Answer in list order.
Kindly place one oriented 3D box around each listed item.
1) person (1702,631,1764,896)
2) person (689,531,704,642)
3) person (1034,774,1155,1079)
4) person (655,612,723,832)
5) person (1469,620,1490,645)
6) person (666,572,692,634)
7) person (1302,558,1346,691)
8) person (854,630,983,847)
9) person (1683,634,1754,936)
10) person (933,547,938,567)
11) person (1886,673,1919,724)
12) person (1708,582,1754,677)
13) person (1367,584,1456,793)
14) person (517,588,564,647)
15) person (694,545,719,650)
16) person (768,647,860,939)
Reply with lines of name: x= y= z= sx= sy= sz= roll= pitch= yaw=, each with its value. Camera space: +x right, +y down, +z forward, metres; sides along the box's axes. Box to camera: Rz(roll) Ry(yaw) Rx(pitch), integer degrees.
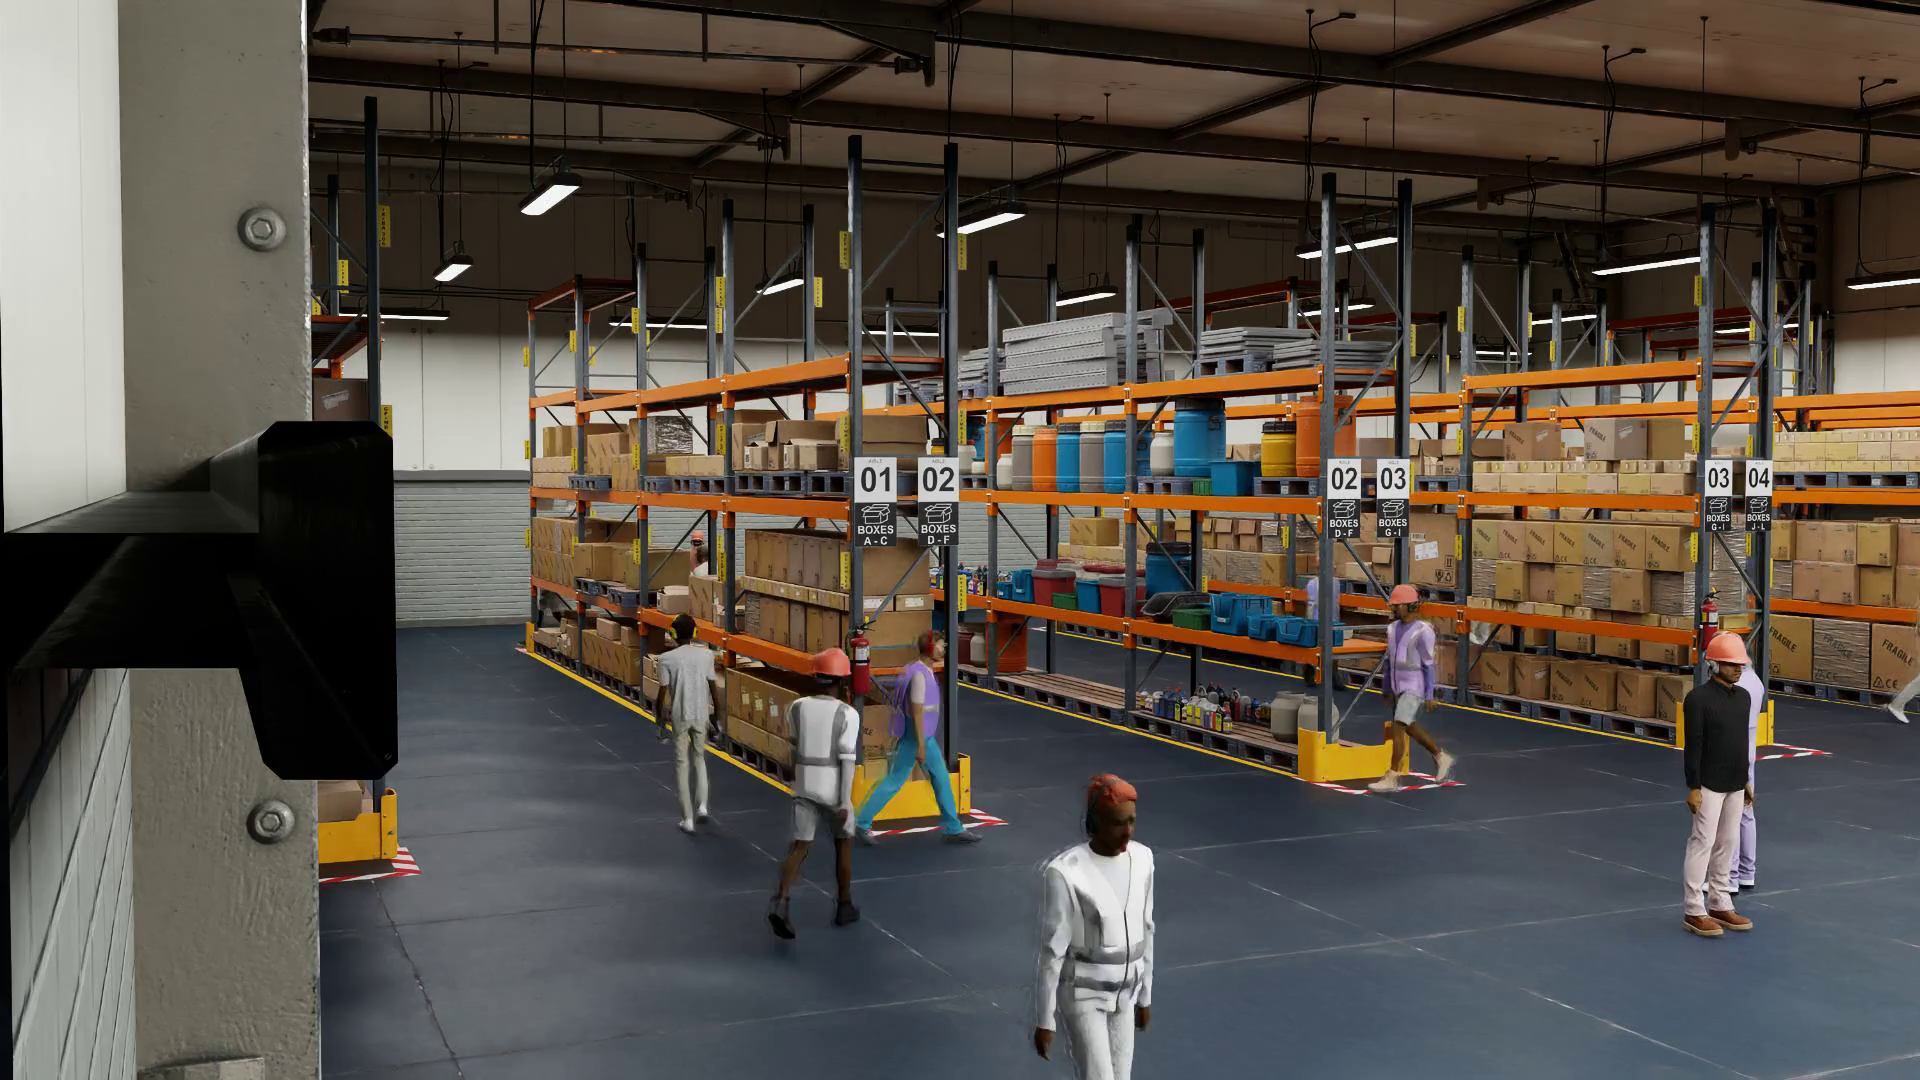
person: x=5.592 y=1.617 z=13.095 sx=0.648 sy=1.907 sz=0.401 roll=-2 pitch=3 yaw=-41
person: x=-4.742 y=0.834 z=32.383 sx=0.613 sy=1.994 sz=0.395 roll=0 pitch=2 yaw=-12
person: x=0.502 y=1.864 z=7.342 sx=0.613 sy=1.863 sz=0.733 roll=-2 pitch=3 yaw=-39
person: x=-2.317 y=1.553 z=15.333 sx=0.581 sy=1.859 sz=0.421 roll=-1 pitch=2 yaw=-22
person: x=8.011 y=1.097 z=27.609 sx=0.644 sy=1.832 sz=0.509 roll=-1 pitch=2 yaw=-13
person: x=-4.530 y=1.072 z=28.406 sx=0.623 sy=1.817 sz=0.434 roll=-1 pitch=2 yaw=-24
person: x=5.140 y=1.146 z=25.317 sx=0.557 sy=1.916 sz=0.780 roll=-1 pitch=2 yaw=-26
person: x=-0.388 y=1.620 z=14.772 sx=1.066 sy=1.781 sz=0.580 roll=0 pitch=2 yaw=9
person: x=5.082 y=1.617 z=11.953 sx=0.623 sy=1.991 sz=0.396 roll=-1 pitch=3 yaw=-31
person: x=-0.369 y=0.758 z=34.493 sx=0.406 sy=1.987 sz=0.616 roll=1 pitch=2 yaw=22
person: x=11.754 y=1.301 z=21.666 sx=0.587 sy=1.885 sz=0.951 roll=-2 pitch=3 yaw=-43
person: x=10.600 y=1.171 z=24.617 sx=0.619 sy=1.922 sz=0.871 roll=-1 pitch=2 yaw=-22
person: x=4.390 y=1.414 z=17.308 sx=0.995 sy=2.006 sz=0.614 roll=-1 pitch=2 yaw=-23
person: x=-7.173 y=0.917 z=31.255 sx=1.014 sy=1.916 sz=0.619 roll=-1 pitch=2 yaw=-21
person: x=-3.931 y=1.041 z=27.719 sx=0.352 sy=1.937 sz=0.635 roll=1 pitch=2 yaw=21
person: x=-0.945 y=1.669 z=11.898 sx=0.546 sy=1.903 sz=0.936 roll=1 pitch=2 yaw=22
